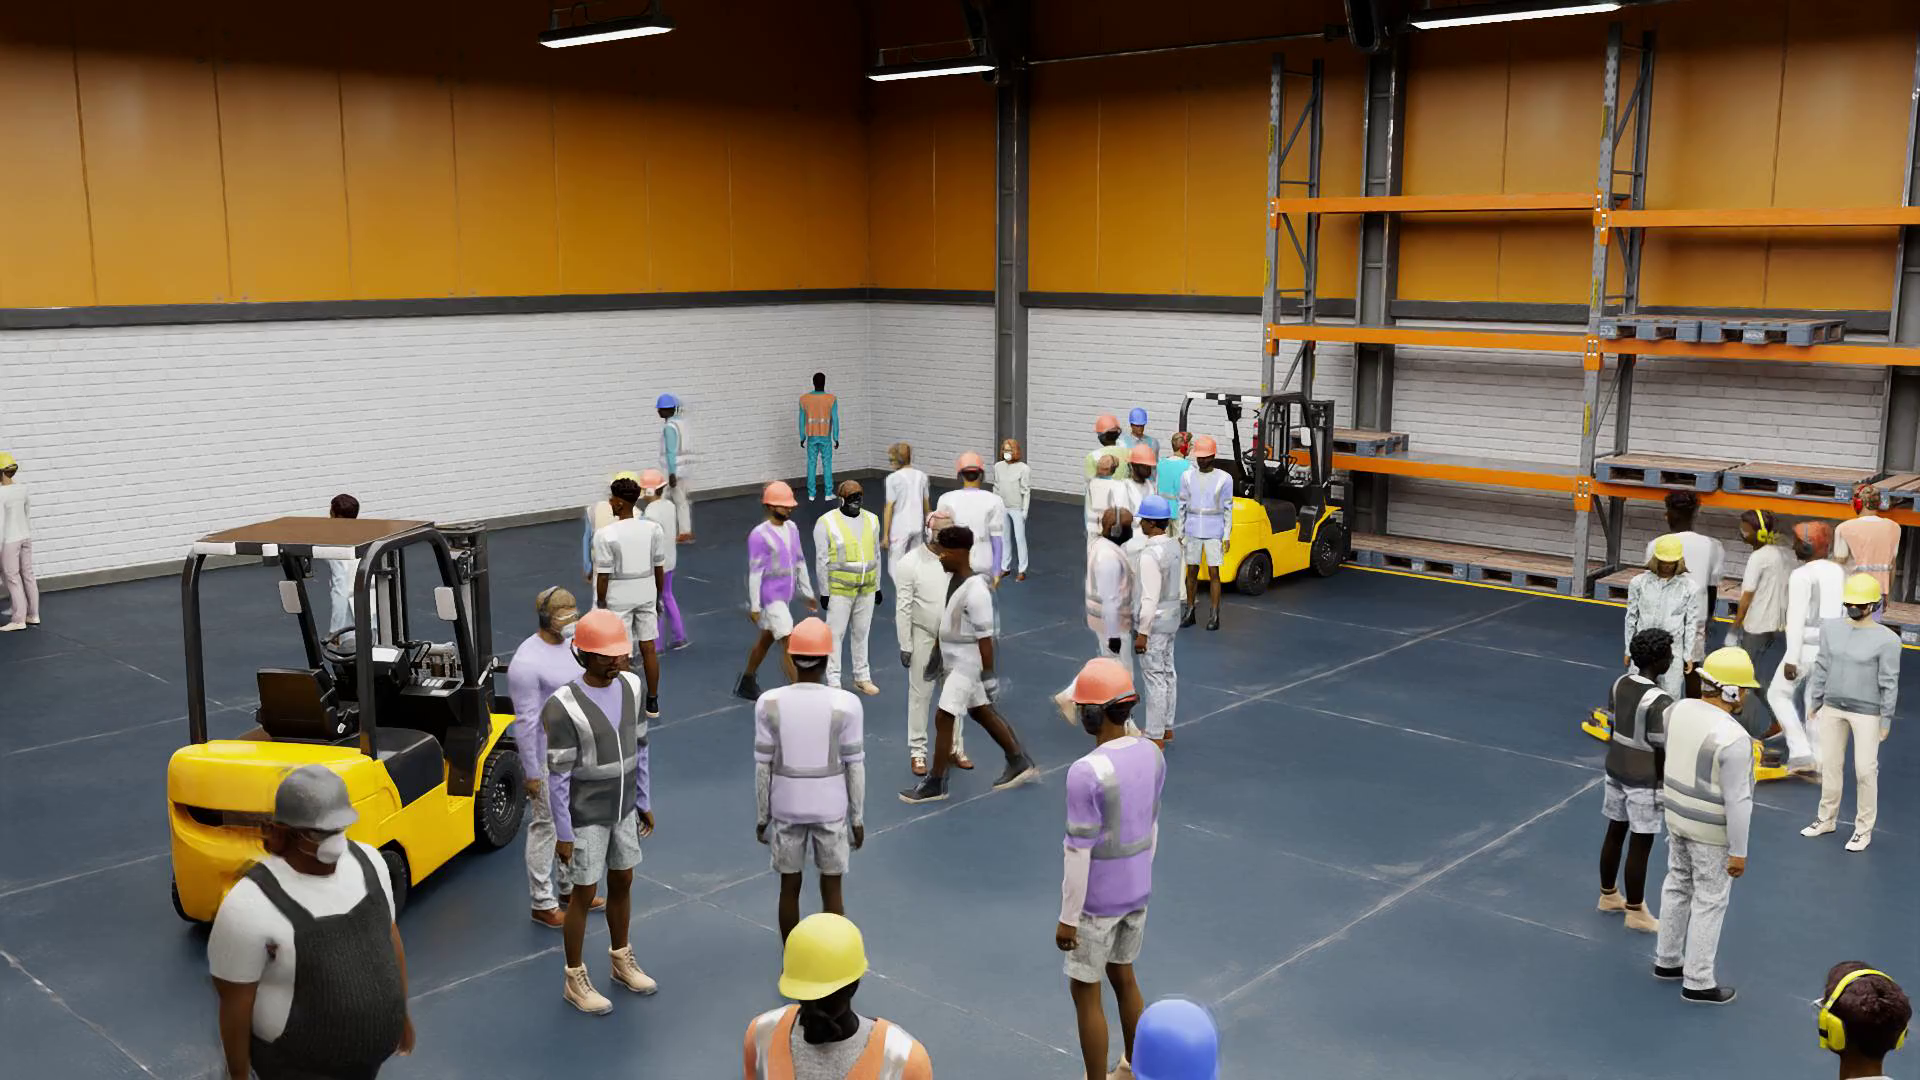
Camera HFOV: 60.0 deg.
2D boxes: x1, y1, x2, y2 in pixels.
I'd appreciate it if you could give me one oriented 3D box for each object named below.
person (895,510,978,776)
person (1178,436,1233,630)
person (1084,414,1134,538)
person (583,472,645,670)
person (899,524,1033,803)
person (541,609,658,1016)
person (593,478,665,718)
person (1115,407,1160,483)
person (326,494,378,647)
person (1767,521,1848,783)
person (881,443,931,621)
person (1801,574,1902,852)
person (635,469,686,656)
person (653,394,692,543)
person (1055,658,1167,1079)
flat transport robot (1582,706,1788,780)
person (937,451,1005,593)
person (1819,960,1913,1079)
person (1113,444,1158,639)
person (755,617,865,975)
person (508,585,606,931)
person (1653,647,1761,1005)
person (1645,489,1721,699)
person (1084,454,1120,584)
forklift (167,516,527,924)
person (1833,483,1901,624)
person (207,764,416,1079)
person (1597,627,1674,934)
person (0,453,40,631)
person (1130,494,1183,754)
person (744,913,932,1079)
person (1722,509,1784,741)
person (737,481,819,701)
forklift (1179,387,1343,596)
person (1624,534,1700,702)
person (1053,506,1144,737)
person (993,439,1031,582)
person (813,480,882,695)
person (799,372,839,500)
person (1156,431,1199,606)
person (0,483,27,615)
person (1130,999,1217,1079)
[{"bbox_3d":[-0.140,0.729,11.963,0.642,1.913,0.408,-4,11,-23],"label":"person"},{"bbox_3d":[2.408,-0.070,16.441,0.553,1.934,0.364,4,11,24],"label":"person"},{"bbox_3d":[1.578,-0.326,17.651,0.623,2.030,0.464,-3,10,-15],"label":"person"},{"bbox_3d":[-3.077,0.280,14.882,0.651,1.788,0.439,4,11,19],"label":"person"},{"bbox_3d":[0.078,0.826,11.400,0.967,1.919,0.587,-2,10,-12],"label":"person"},{"bbox_3d":[-1.748,1.331,8.204,0.409,2.036,0.607,7,12,36],"label":"person"},{"bbox_3d":[-2.630,0.477,13.239,0.612,1.966,0.362,-8,13,-38],"label":"person"},{"bbox_3d":[2.032,-0.564,19.219,0.615,1.945,0.405,-3,10,-17],"label":"person"},{"bbox_3d":[-4.600,0.599,12.679,0.390,1.920,0.587,2,10,11],"label":"person"},{"bbox_3d":[5.989,0.791,11.742,0.592,1.866,0.415,-5,11,-25],"label":"person"},{"bbox_3d":[-0.513,-0.078,16.806,0.647,1.823,0.447,-8,13,-38],"label":"person"},{"bbox_3d":[5.600,1.071,10.455,0.342,1.762,0.525,-6,12,-31],"label":"person"},{"bbox_3d":[-2.815,0.209,15.392,0.335,1.757,0.568,3,10,14],"label":"person"},{"bbox_3d":[-3.749,-0.891,21.136,0.709,1.920,0.656,0,10,2],"label":"person"},{"bbox_3d":[0.621,1.511,7.190,0.409,2.029,0.614,8,13,38],"label":"person"},{"bbox_3d":[5.341,1.485,12.324,0.652,0.197,1.431,-3,10,-16],"label":"flat transport robot"},{"bbox_3d":[0.080,0.230,14.642,0.623,1.990,0.914,0,10,1],"label":"person"},{"bbox_3d":[2.395,2.058,4.550,0.505,1.864,0.331,-2,10,-10],"label":"person"},{"bbox_3d":[1.660,0.031,15.905,0.558,1.925,0.633,-8,13,-37],"label":"person"},{"bbox_3d":[-0.754,1.350,8.436,0.568,1.923,0.502,0,10,2],"label":"person"},{"bbox_3d":[-2.245,1.197,9.254,0.378,1.931,0.635,4,11,19],"label":"person"},{"bbox_3d":[3.732,1.419,8.303,0.403,1.819,0.602,-2,10,-11],"label":"person"},{"bbox_3d":[5.465,0.591,12.669,0.631,1.959,0.395,-2,10,-13],"label":"person"},{"bbox_3d":[1.512,-0.084,17.393,0.525,1.631,0.313,8,13,39],"label":"person"},{"bbox_3d":[-3.583,0.976,9.748,1.214,2.155,2.313,2,10,11],"label":"forklift"},{"bbox_3d":[7.456,0.454,13.745,0.561,1.837,0.389,-1,10,-7],"label":"person"},{"bbox_3d":[-2.329,1.716,5.976,1.022,2.000,0.690,5,11,25],"label":"person"},{"bbox_3d":[3.767,1.316,9.229,0.321,1.696,0.536,-1,10,-8],"label":"person"},{"bbox_3d":[-9.376,0.017,16.432,0.310,1.768,0.533,1,10,4],"label":"person"},{"bbox_3d":[1.462,0.625,12.452,0.388,1.947,0.611,5,11,24],"label":"person"},{"bbox_3d":[-0.374,1.984,4.783,0.590,1.927,0.377,3,10,17],"label":"person"},{"bbox_3d":[5.986,0.672,12.486,0.446,1.850,0.520,7,12,36],"label":"person"},{"bbox_3d":[-1.483,0.451,13.627,0.986,1.892,0.564,5,11,27],"label":"person"},{"bbox_3d":[3.298,-0.608,18.767,1.214,2.155,2.313,9,13,42],"label":"forklift"},{"bbox_3d":[5.033,0.812,11.977,0.483,1.740,0.308,4,11,21],"label":"person"},{"bbox_3d":[1.111,0.639,12.735,0.678,1.826,0.639,0,10,2],"label":"person"},{"bbox_3d":[0.584,-0.343,18.882,0.502,1.629,0.289,8,13,37],"label":"person"},{"bbox_3d":[-0.912,0.413,13.965,0.624,1.844,0.429,-7,12,-34],"label":"person"},{"bbox_3d":[-2.107,-1.545,24.890,0.599,1.917,0.375,1,10,7],"label":"person"},{"bbox_3d":[2.281,-0.229,17.600,0.373,1.843,0.570,-7,12,-34],"label":"person"},{"bbox_3d":[-9.854,-0.048,16.944,0.513,1.720,0.583,-5,11,-25],"label":"person"},{"bbox_3d":[0.467,2.096,4.164,0.637,1.920,0.799,2,10,14],"label":"person"}]
